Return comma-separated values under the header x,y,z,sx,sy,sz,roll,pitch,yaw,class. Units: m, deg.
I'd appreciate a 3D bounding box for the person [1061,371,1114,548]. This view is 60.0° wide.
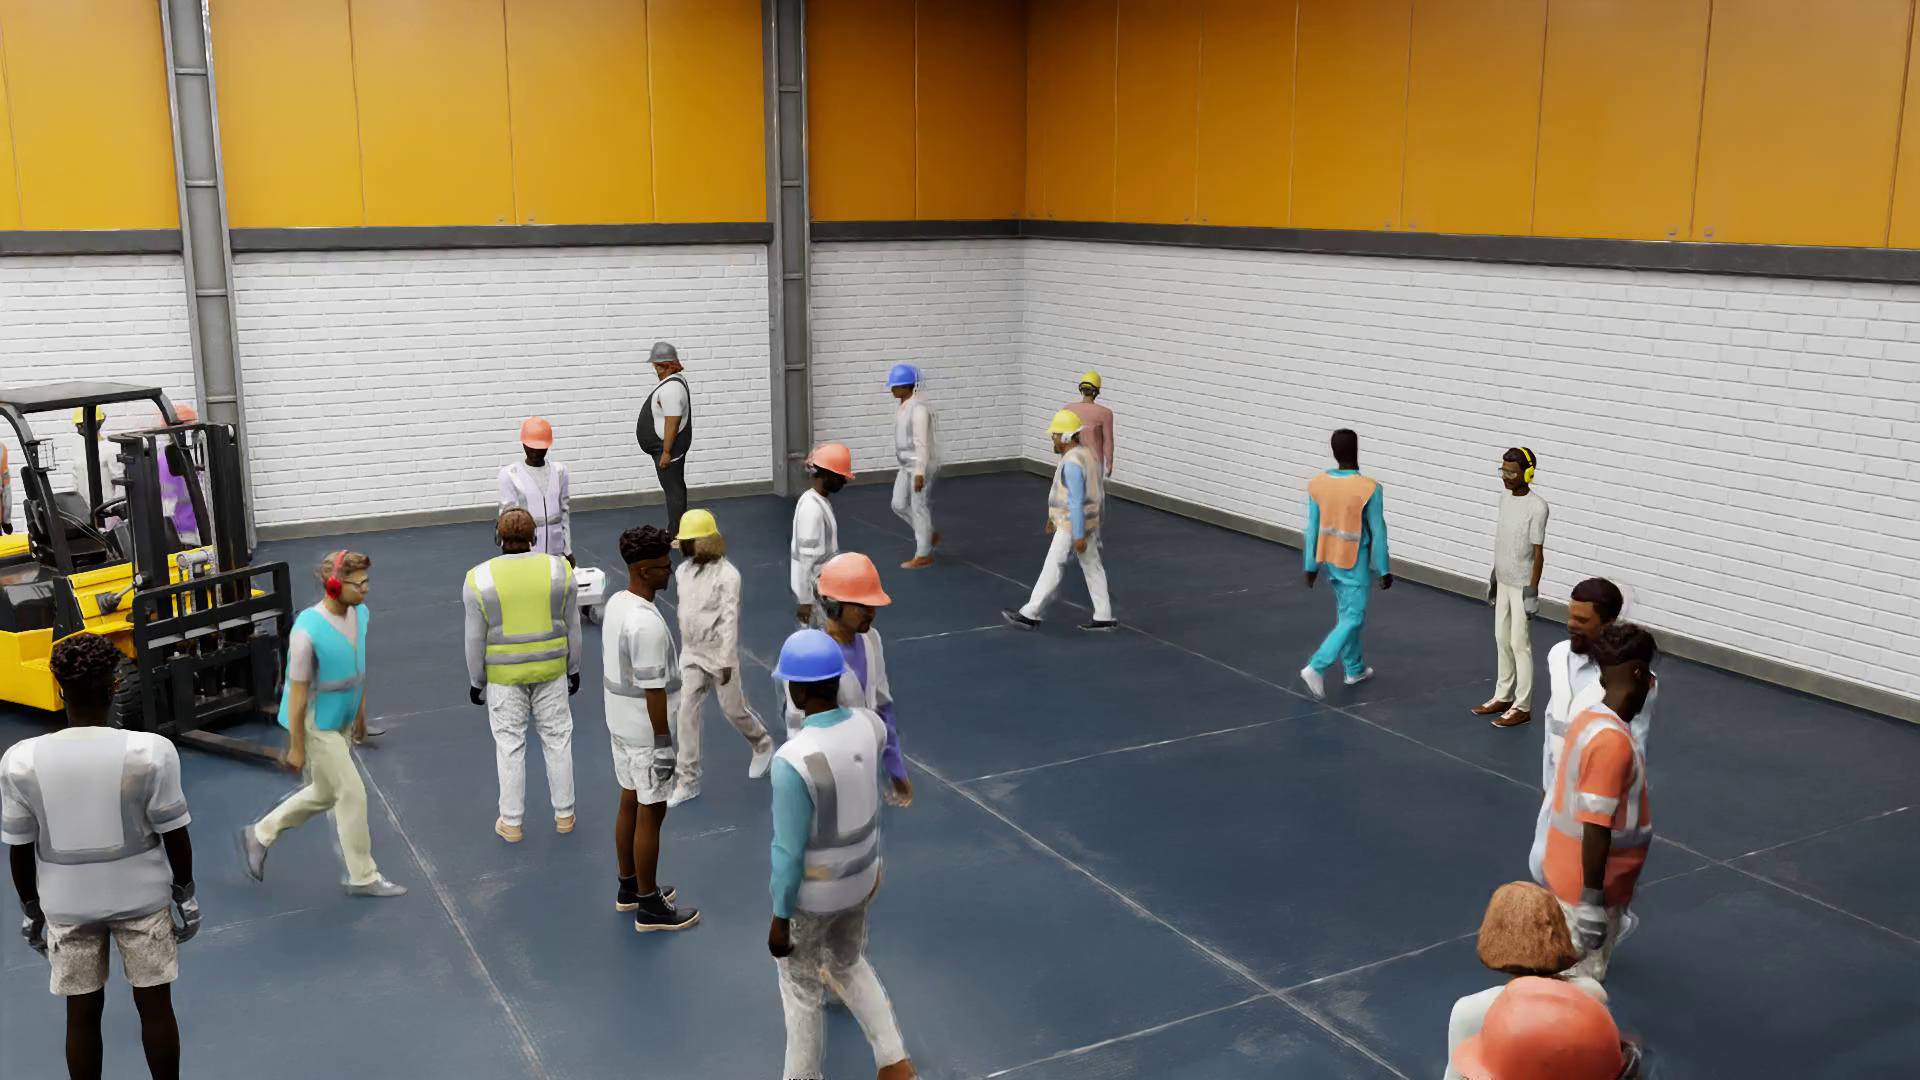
x,y,z,sx,sy,sz,roll,pitch,yaw,class
1.247,-0.773,16.273,0.532,1.756,0.339,4,13,18,person

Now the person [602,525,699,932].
x,y,z,sx,sy,sz,roll,pitch,yaw,class
-1.505,0.888,7.973,0.361,1.963,0.612,-6,14,-28,person

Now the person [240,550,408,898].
x,y,z,sx,sy,sz,roll,pitch,yaw,class
-3.236,0.915,8.292,0.836,1.795,0.584,1,12,5,person

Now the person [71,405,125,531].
x,y,z,sx,sy,sz,roll,pitch,yaw,class
-7.209,-0.280,13.922,0.522,1.769,0.311,4,13,19,person

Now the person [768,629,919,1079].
x,y,z,sx,sy,sz,roll,pitch,yaw,class
-0.493,1.273,6.243,0.497,1.941,0.618,8,14,32,person

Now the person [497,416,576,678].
x,y,z,sx,sy,sz,roll,pitch,yaw,class
-3.003,0.072,11.890,0.542,1.929,0.374,-10,16,-40,person

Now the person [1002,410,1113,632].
x,y,z,sx,sy,sz,roll,pitch,yaw,class
0.814,-0.141,13.223,0.908,1.779,0.588,4,13,16,person

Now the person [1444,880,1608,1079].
x,y,z,sx,sy,sz,roll,pitch,yaw,class
1.576,1.754,4.724,0.502,1.628,0.274,-3,13,-16,person

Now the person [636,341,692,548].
x,y,z,sx,sy,sz,roll,pitch,yaw,class
-2.906,-0.936,16.351,0.537,2.000,0.679,-1,12,-5,person

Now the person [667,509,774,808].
x,y,z,sx,sy,sz,roll,pitch,yaw,class
-1.429,0.643,9.710,0.489,1.715,0.781,7,14,29,person

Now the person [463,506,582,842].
x,y,z,sx,sy,sz,roll,pitch,yaw,class
-2.366,0.723,9.043,0.621,1.845,0.429,-5,13,-23,person

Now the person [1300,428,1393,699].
x,y,z,sx,sy,sz,roll,pitch,yaw,class
2.690,0.153,11.636,0.880,1.875,0.591,-8,15,-35,person

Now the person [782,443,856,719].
x,y,z,sx,sy,sz,roll,pitch,yaw,class
-0.887,0.301,10.903,0.679,1.888,0.591,-1,12,-2,person

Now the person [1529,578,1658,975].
x,y,z,sx,sy,sz,roll,pitch,yaw,class
2.754,1.084,7.225,0.524,1.904,0.591,-5,13,-21,person

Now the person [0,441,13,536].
x,y,z,sx,sy,sz,roll,pitch,yaw,class
-7.680,-0.156,12.961,0.370,1.925,0.595,5,13,24,person

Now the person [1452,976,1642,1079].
x,y,z,sx,sy,sz,roll,pitch,yaw,class
1.242,1.839,3.399,0.694,2.019,0.644,7,14,30,person

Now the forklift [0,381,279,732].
x,y,z,sx,sy,sz,roll,pitch,yaw,class
-5.853,0.085,11.199,2.313,2.155,1.214,7,14,28,forklift

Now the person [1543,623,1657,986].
x,y,z,sx,sy,sz,roll,pitch,yaw,class
2.377,1.284,6.234,0.368,1.927,0.702,4,13,19,person

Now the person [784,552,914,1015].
x,y,z,sx,sy,sz,roll,pitch,yaw,class
-0.444,1.042,7.143,0.709,2.017,0.619,5,13,22,person

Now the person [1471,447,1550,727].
x,y,z,sx,sy,sz,roll,pitch,yaw,class
3.648,0.303,10.981,0.334,1.860,0.509,-3,12,-14,person

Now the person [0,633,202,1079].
x,y,z,sx,sy,sz,roll,pitch,yaw,class
-3.099,1.297,6.057,0.614,1.964,0.361,-3,12,-13,person

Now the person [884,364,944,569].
x,y,z,sx,sy,sz,roll,pitch,yaw,class
-0.432,-0.676,15.419,0.548,1.923,0.620,-6,13,-26,person
